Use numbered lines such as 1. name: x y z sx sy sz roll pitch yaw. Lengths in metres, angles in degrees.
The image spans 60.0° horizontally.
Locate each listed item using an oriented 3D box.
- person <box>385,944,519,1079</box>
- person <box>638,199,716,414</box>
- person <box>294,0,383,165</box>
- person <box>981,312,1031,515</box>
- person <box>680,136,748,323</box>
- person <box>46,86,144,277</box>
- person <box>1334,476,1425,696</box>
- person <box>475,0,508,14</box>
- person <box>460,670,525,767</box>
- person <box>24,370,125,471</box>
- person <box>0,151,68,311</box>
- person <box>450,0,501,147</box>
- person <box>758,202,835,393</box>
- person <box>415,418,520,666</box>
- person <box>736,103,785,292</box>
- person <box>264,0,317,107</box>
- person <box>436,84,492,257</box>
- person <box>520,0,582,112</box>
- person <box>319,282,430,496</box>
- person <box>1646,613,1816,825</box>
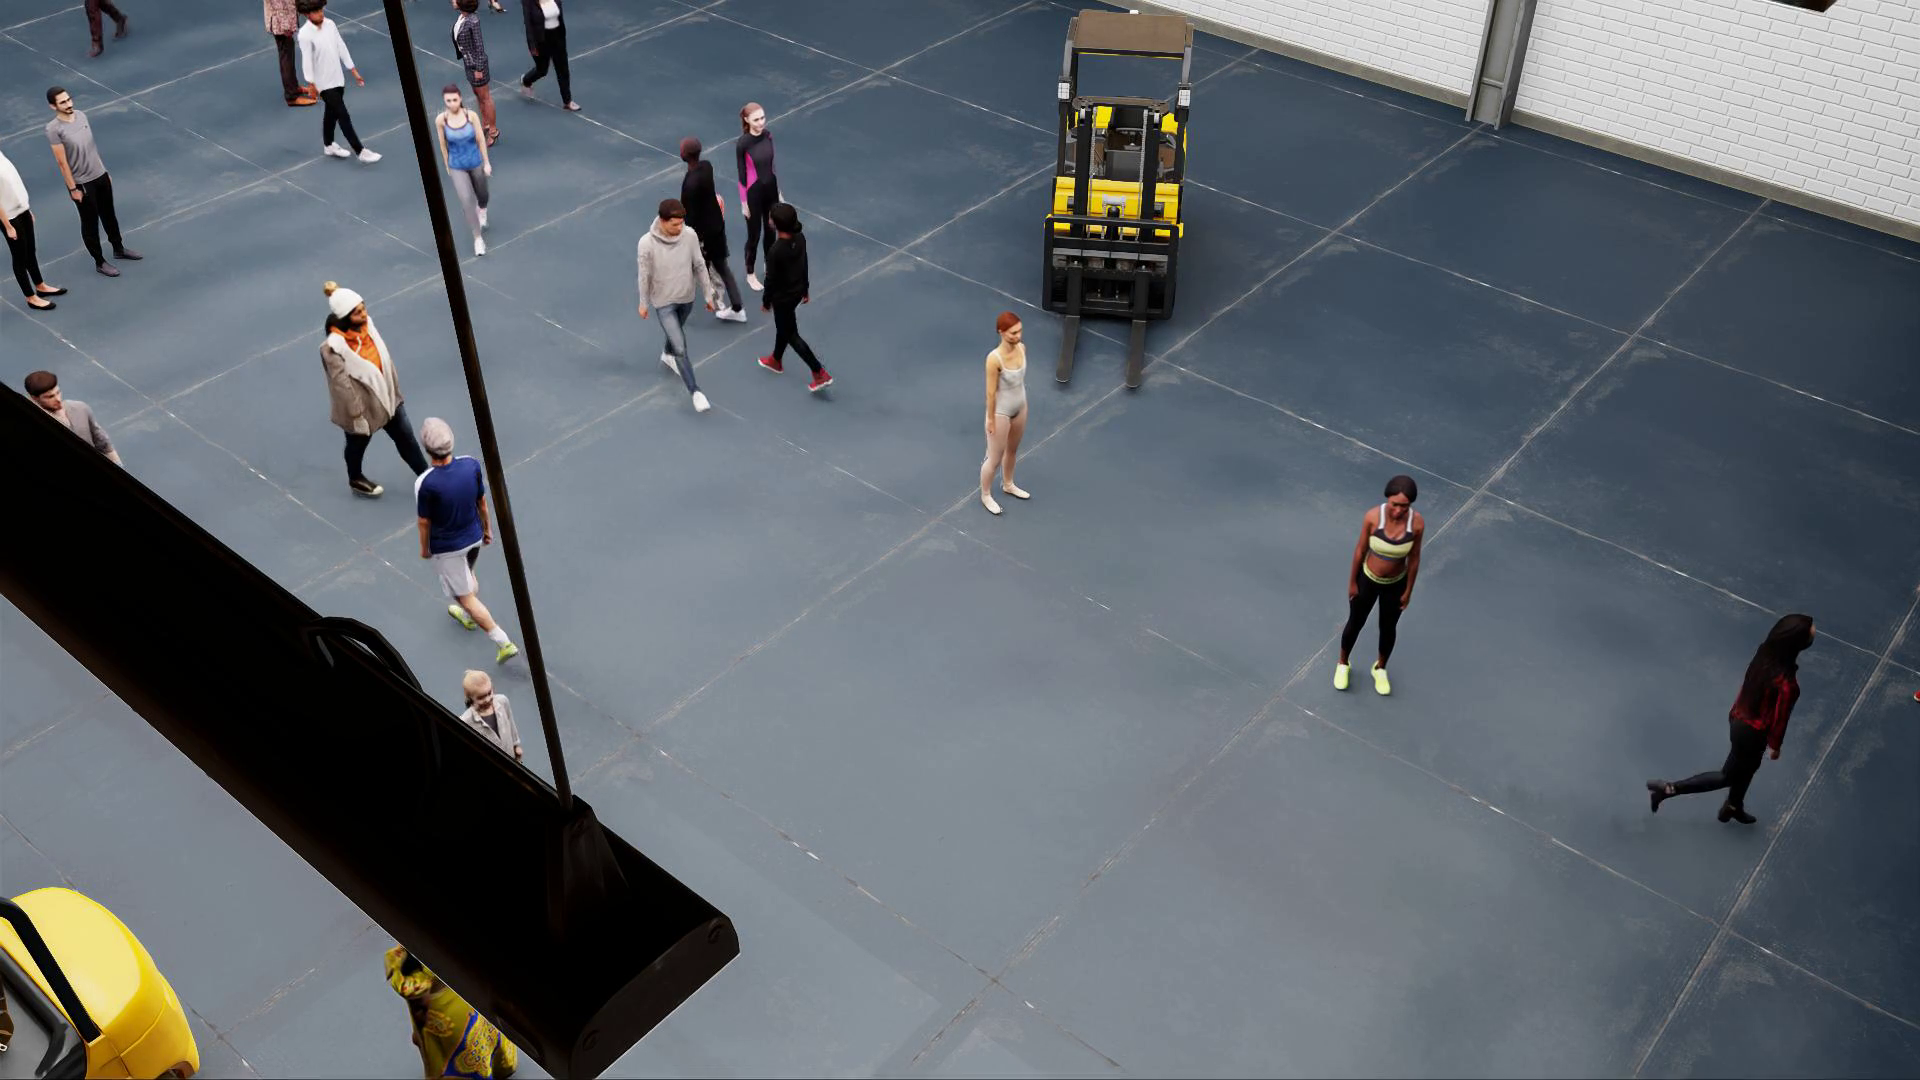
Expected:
1. person: -2.550 2.296 8.240 0.979 1.659 0.987 8 39 10
2. person: -2.363 -1.988 13.504 0.961 1.784 1.378 -23 44 -26
3. person: -6.492 -4.706 16.916 1.086 1.774 0.848 12 40 15
4. person: 0.331 -0.968 12.339 0.480 1.645 0.562 29 47 32
5. person: -2.104 -2.632 14.357 1.144 1.726 0.875 12 40 15
6. person: -7.969 -3.304 15.176 0.678 1.754 0.701 10 40 12
7. person: 2.710 0.273 10.701 0.609 1.749 0.704 8 39 10
8. person: -6.044 -7.172 20.021 0.956 1.751 0.826 10 40 13
9. person: -2.767 1.268 9.835 0.521 1.275 0.524 -30 47 -32
10. person: -6.051 -0.379 11.409 1.170 1.884 0.867 17 42 20
11. person: -8.360 -2.859 14.644 0.698 1.722 0.645 -2 39 -2
12. person: -5.026 -4.936 17.261 0.745 1.702 0.605 -20 43 -23
13. person: -1.346 -1.955 13.574 1.105 1.645 0.704 21 43 24
14. person: -3.264 0.038 10.945 1.136 1.811 0.691 24 44 27
15. person: -1.796 -3.105 14.929 0.569 1.751 0.600 32 48 33
16. person: -7.397 -5.649 18.076 0.847 1.799 0.735 -12 40 -15
17. person: -4.610 -3.522 15.585 0.926 1.585 1.089 -11 40 -13
18. person: -4.529 -5.427 17.964 0.993 1.593 0.668 25 45 28
19. person: -4.479 -1.073 12.307 1.230 1.848 0.952 14 41 16
20. person: 4.552 1.103 9.757 1.044 1.630 0.879 4 39 6
